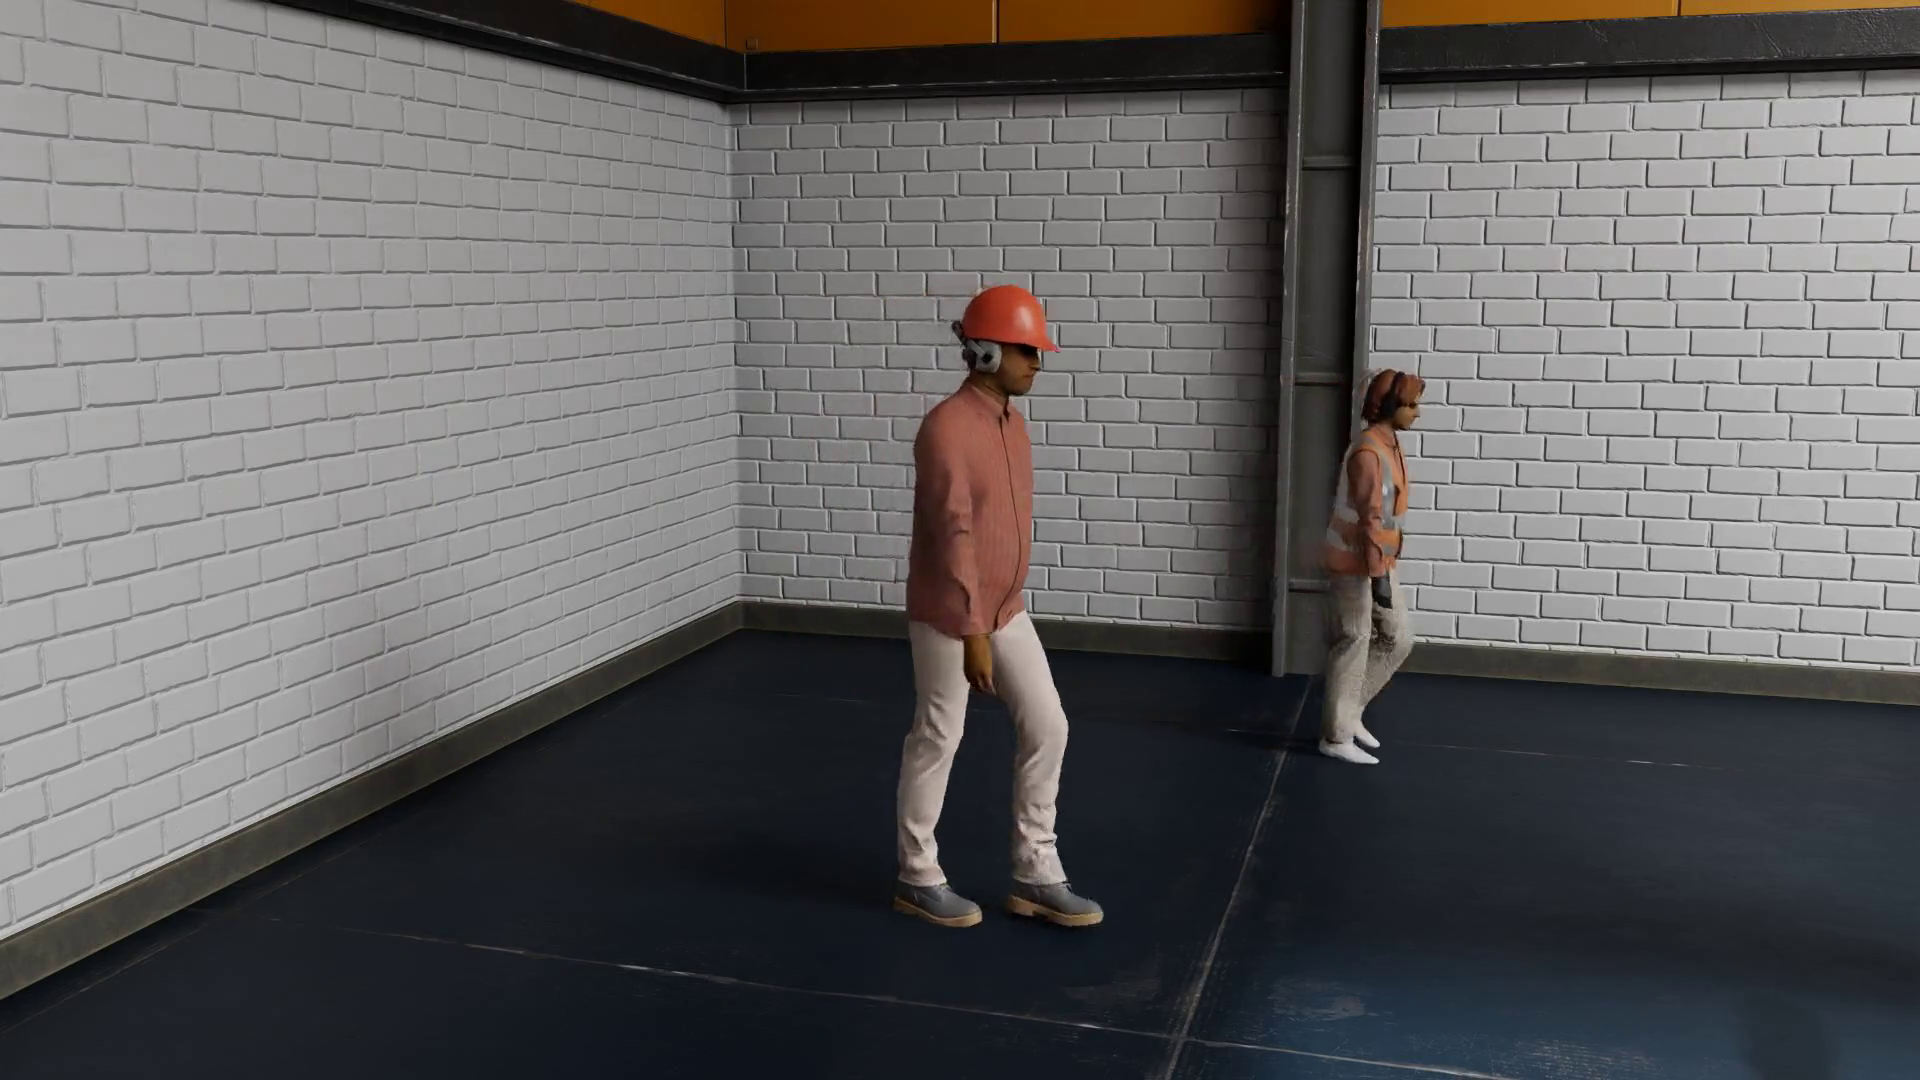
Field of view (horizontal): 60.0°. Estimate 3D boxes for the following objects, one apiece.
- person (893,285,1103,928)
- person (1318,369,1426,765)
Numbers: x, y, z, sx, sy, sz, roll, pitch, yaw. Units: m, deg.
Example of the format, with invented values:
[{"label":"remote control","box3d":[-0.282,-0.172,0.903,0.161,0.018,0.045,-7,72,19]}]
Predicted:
[{"label":"person","box3d":[0.125,0.234,4.980,0.806,1.958,0.635,6,11,33]},{"label":"person","box3d":[1.652,0.120,6.738,0.394,1.621,0.519,5,11,29]}]
